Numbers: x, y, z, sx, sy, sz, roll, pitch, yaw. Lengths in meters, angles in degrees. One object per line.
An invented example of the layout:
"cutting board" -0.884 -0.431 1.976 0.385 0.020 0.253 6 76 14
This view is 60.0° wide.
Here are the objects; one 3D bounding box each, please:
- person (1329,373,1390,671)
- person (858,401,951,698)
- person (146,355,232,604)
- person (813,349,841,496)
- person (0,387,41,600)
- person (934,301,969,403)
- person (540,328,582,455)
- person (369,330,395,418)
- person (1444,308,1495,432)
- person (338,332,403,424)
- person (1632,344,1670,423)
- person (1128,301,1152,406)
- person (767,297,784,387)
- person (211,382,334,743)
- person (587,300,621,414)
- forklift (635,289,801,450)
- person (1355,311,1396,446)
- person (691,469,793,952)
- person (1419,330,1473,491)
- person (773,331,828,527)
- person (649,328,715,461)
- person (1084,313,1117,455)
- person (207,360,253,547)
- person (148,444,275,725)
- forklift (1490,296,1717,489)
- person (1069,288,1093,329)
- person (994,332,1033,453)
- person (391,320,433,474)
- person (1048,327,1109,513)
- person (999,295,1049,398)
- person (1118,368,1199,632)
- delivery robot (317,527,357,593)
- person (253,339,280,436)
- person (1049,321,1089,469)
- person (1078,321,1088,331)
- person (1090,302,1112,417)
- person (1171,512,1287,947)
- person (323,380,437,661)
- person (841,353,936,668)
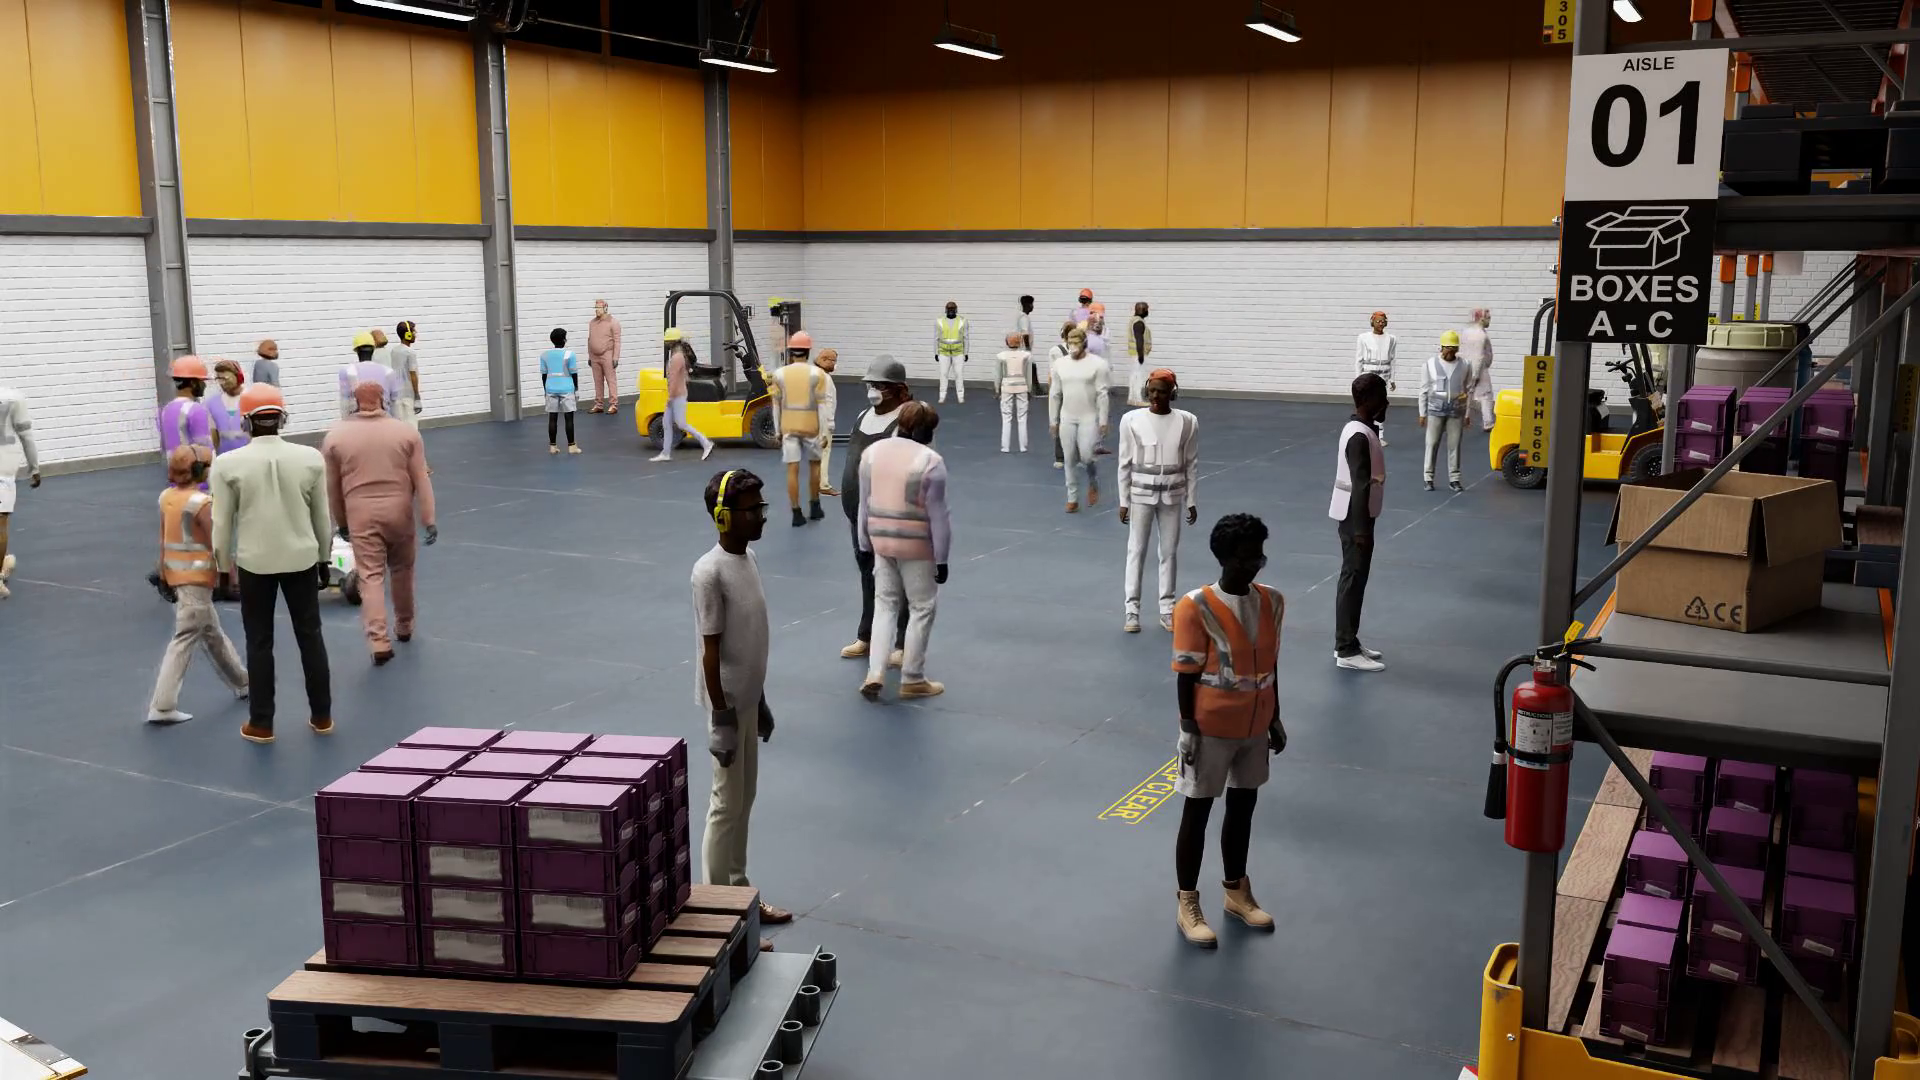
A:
"person" 2.594 -0.125 10.812 0.392 1.919 0.592 2 10 12
"person" -0.368 0.071 10.008 0.659 1.809 0.584 7 12 36
"person" -5.845 -0.429 12.548 0.574 1.923 0.656 8 13 40
"person" -1.489 -1.311 18.494 0.285 1.633 0.498 -3 10 -16
"person" -7.643 -0.561 13.125 0.621 1.974 1.111 -3 10 -16
"person" -0.155 -3.355 29.793 0.642 1.831 0.431 1 10 3
"person" -5.323 -1.976 22.177 0.530 1.693 0.321 2 10 10
"person" -8.061 -2.126 23.263 0.319 1.623 0.504 4 11 23
"person" 7.679 -2.536 24.902 0.913 1.878 0.637 0 10 -1
"person" -6.041 -1.170 17.026 0.773 1.875 0.553 -9 13 -42
"person" 9.597 -2.204 23.082 0.590 1.836 0.404 -3 10 -19
"person" 3.167 -3.277 29.282 0.429 1.842 0.632 0 10 0
"person" -3.201 -3.453 30.117 0.738 1.904 0.595 -6 11 -30
"person" -3.807 0.119 9.243 0.631 1.981 0.434 -7 12 -34
"person" -5.971 -3.053 27.789 0.638 1.910 0.407 5 11 27
"forklift" -3.358 -2.392 23.136 2.313 2.155 1.214 -1 10 -5
"person" 5.782 -2.238 23.142 0.573 1.883 0.353 -1 10 -7
"person" -0.851 0.652 6.452 0.328 1.872 0.513 2 10 9
"person" 5.483 -1.457 18.794 0.589 1.824 0.403 1 10 8
"person" -1.561 -1.116 16.551 0.567 1.911 0.787 1 10 6
"person" -3.595 -1.864 21.401 0.771 1.738 0.524 -3 10 -15
"person" 1.806 -2.078 22.190 0.455 1.893 0.656 -2 10 -14
"person" -6.060 -0.631 14.129 0.765 1.796 0.529 1 10 8
"person" -4.400 0.234 9.658 0.523 1.581 0.868 8 13 39
"forklift" 7.296 -1.677 18.993 2.313 2.155 1.214 5 11 27
"person" 2.281 -3.561 30.340 0.609 2.044 0.396 3 10 16
"person" 0.719 -1.982 22.393 0.516 1.631 0.333 0 10 -2
"person" -6.716 -1.730 20.237 0.513 1.872 0.331 8 13 40
"person" 1.218 -1.236 17.225 0.644 1.922 0.446 4 11 22
"person" 1.176 -3.577 30.792 1.018 1.920 0.610 0 10 1
"person" 1.404 -0.281 11.813 0.575 1.883 0.362 -1 10 -3
"delivery robot" -4.791 0.143 12.930 0.477 0.478 0.707 1 10 7
"person" -8.906 -1.749 21.154 0.515 1.601 0.769 8 13 40
"person" 1.360 -1.804 20.742 0.515 1.843 0.326 0 10 -1
"person" 1.769 -2.270 23.761 0.534 1.740 0.811 1 10 4
"person" 2.225 -2.867 26.775 0.551 1.887 0.963 -7 12 -34
"person" 1.055 0.727 6.516 0.532 1.697 0.319 -6 11 -31
"person" -3.876 -0.148 11.149 0.676 1.847 0.932 -3 10 -19
"person" -0.516 -0.194 10.854 0.684 2.000 0.538 9 14 44
